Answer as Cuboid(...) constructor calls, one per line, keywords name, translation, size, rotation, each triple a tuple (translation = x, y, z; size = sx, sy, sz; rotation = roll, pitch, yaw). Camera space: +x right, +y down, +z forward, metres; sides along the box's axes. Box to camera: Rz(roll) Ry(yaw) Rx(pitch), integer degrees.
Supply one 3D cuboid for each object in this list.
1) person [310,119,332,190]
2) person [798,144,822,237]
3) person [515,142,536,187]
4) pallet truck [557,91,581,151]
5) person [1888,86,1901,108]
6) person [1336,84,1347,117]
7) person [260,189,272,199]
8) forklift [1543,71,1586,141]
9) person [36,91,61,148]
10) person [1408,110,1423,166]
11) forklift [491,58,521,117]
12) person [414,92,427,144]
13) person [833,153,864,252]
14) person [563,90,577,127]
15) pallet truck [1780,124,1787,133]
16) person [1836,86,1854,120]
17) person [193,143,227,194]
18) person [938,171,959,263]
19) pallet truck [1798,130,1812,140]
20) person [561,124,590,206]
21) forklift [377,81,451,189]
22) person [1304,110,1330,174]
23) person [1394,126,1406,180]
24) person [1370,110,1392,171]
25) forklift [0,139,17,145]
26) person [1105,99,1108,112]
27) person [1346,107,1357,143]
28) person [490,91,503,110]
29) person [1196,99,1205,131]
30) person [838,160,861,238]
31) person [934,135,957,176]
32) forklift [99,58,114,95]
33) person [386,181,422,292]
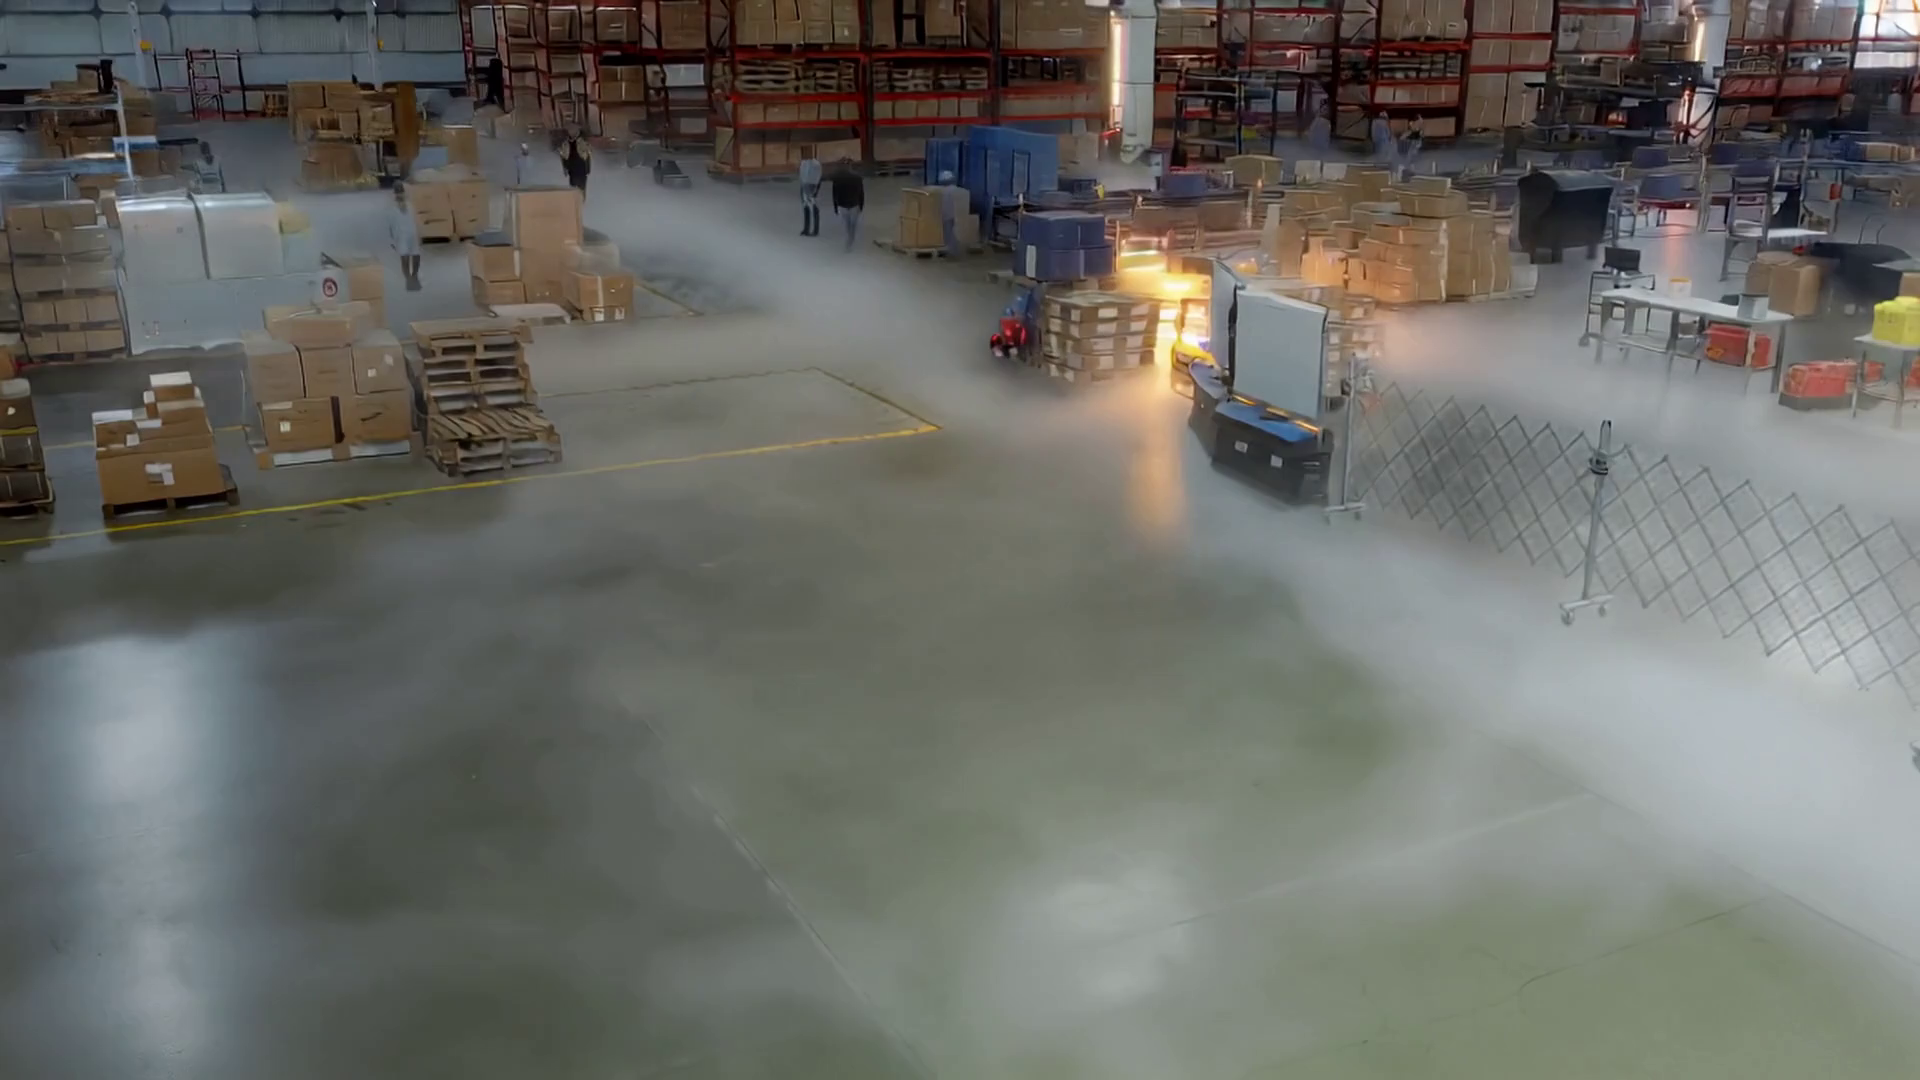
Cuboid(name="person", translation=(-17.260, -10.424, 44.970), size=(0.652, 1.858, 0.604), rotation=(-14, 22, -37))
Cuboid(name="person", translation=(-3.216, -7.482, 35.631), size=(0.600, 1.967, 0.368), rotation=(14, 23, 38))
Cuboid(name="person", translation=(-9.873, -8.120, 37.808), size=(0.517, 1.852, 0.492), rotation=(-17, 24, -42))
Cuboid(name="pallet truck", translation=(-13.495, -14.412, 57.188), size=(0.823, 1.965, 1.885), rotation=(-3, 18, -9))
Cuboid(name="person", translation=(36.976, -17.085, 65.896), size=(0.316, 1.769, 0.525), rotation=(-4, 18, -12))
Cuboid(name="person", translation=(15.389, -17.540, 67.119), size=(1.025, 1.884, 0.651), rotation=(-4, 18, -13))
Cuboid(name="person", translation=(-11.629, -4.991, 28.042), size=(0.628, 1.854, 0.542), rotation=(6, 19, 18))
Cuboid(name="forklift", translation=(18.685, -13.231, 52.085), size=(1.873, 2.768, 1.129), rotation=(-9, 20, -26))
Cuboid(name="person", translation=(-31.861, -14.689, 58.148), size=(0.635, 1.937, 0.352), rotation=(-6, 19, -18))
Cuboid(name="person", translation=(14.171, -12.486, 51.673), size=(0.514, 1.678, 0.548), rotation=(-12, 21, -33))
Cuboid(name="forklift", translation=(-18.108, -17.474, 65.312), size=(1.873, 2.768, 1.129), rotation=(-3, 18, -11))
Cuboid(name="person", translation=(-19.036, -14.790, 58.515), size=(0.592, 1.910, 0.387), rotation=(3, 18, 8))
Cuboid(name="person", translation=(-2.234, -6.733, 33.276), size=(0.632, 1.977, 0.602), rotation=(3, 18, 10))
Cuboid(name="person", translation=(-14.396, -15.685, 61.407), size=(0.430, 1.843, 0.626), rotation=(9, 20, 27))
Cuboid(name="pallet truck", translation=(25.206, -12.542, 52.601), size=(1.601, 1.201, 0.680), rotation=(0, 18, -2))
Cuboid(name="person", translation=(33.741, -16.340, 63.366), size=(0.934, 1.902, 0.556), rotation=(-9, 20, -27))
Cuboid(name="person", translation=(-16.602, -7.844, 36.909), size=(0.596, 1.881, 0.931), rotation=(-11, 21, -31))
Cuboid(name="person", translation=(-0.254, -6.225, 32.055), size=(0.532, 1.745, 0.561), rotation=(-8, 20, -24))
Cuboid(name="pallet truck", translation=(25.526, -11.556, 49.408), size=(1.630, 1.274, 0.653), rotation=(-9, 20, -26))
Cuboid(name="person", translation=(-9.434, -9.210, 40.901), size=(0.695, 2.000, 0.666), rotation=(-1, 18, -4))
Cuboid(name="forklift", translation=(-14.992, -11.085, 45.393), size=(1.873, 2.768, 1.129), rotation=(-9, 20, -26))
Cuboid(name="person", translation=(10.549, -11.731, 49.070), size=(0.641, 1.863, 0.977), rotation=(-6, 19, -19))
Cuboid(name="person", translation=(12.083, -10.537, 45.712), size=(0.429, 1.618, 0.500), rotation=(-1, 18, -2))
Cuboid(name="person", translation=(12.648, -11.970, 49.903), size=(0.885, 1.800, 0.589), rotation=(-10, 20, -28))
Cuboid(name="forklift", translation=(-34.811, -15.426, 58.927), size=(1.873, 2.768, 1.129), rotation=(-13, 22, -35))
Cuboid(name="person", translation=(6.192, -18.083, 68.944), size=(0.591, 1.804, 0.439), rotation=(13, 22, 35))
Cuboid(name="person", translation=(14.197, -15.413, 60.273), size=(0.546, 2.020, 0.654), rotation=(-4, 18, -11))
Cuboid(name="person", translation=(-18.034, -16.614, 64.642), size=(0.547, 1.620, 0.434), rotation=(8, 19, 23))
Cuboid(name="person", translation=(8.825, -15.213, 60.297), size=(0.661, 1.608, 0.538), rotation=(4, 18, 12))
Cuboid(name="person", translation=(-2.377, -7.279, 35.474), size=(0.569, 1.671, 0.560), rotation=(5, 18, 16))
Cuboid(name="person", translation=(-0.370, -9.204, 41.422), size=(0.573, 1.702, 0.778), rotation=(6, 19, 18))
Cuboid(name="forklift", translation=(-33.236, -17.381, 65.020), size=(1.873, 2.768, 1.129), rotation=(-9, 20, -26))
Cuboid(name="person", translation=(-9.572, -5.238, 28.719), size=(0.566, 1.912, 0.494), rotation=(-12, 21, -33))
